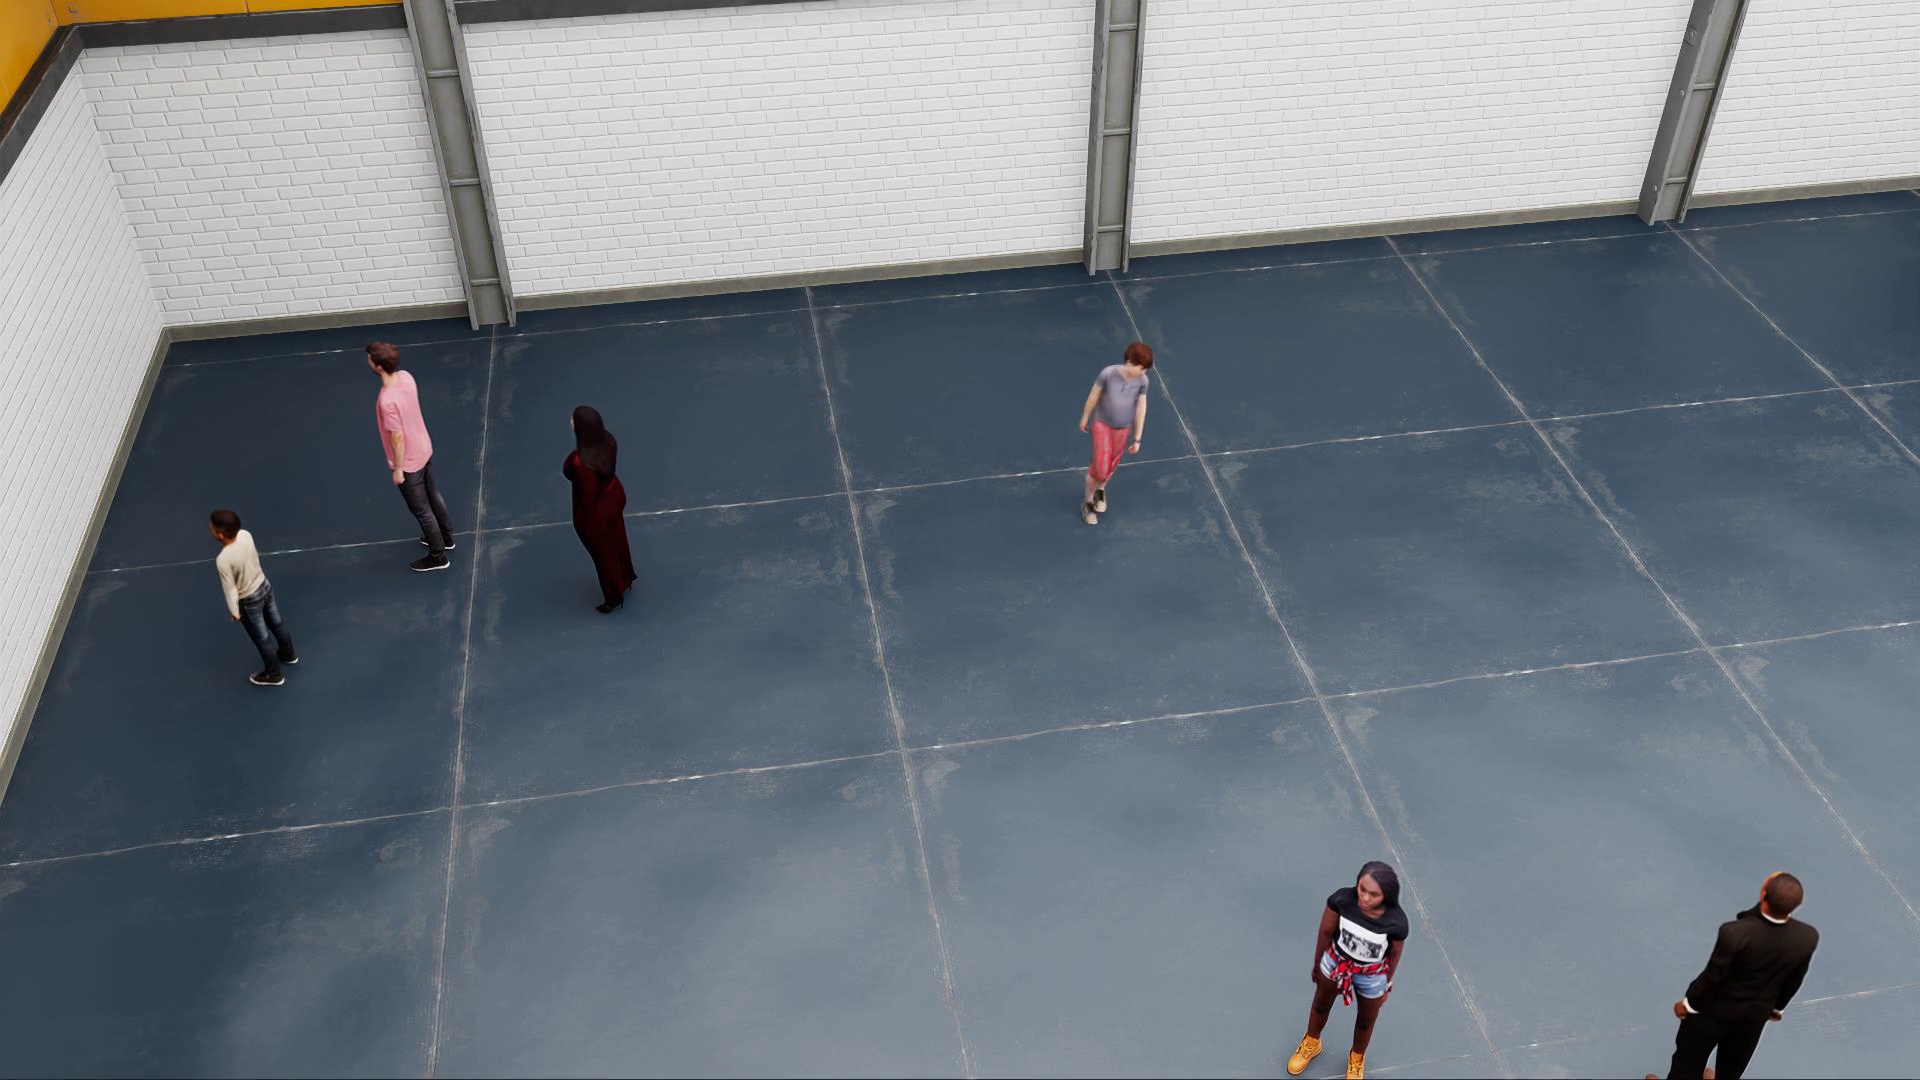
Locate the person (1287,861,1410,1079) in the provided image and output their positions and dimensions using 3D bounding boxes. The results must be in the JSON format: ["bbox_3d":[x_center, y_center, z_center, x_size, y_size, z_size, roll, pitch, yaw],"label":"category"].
[{"bbox_3d":[2.121,2.326,8.955,0.703,1.729,0.779,17,42,20],"label":"person"}]

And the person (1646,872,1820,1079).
[{"bbox_3d":[4.048,2.413,8.705,0.600,1.904,0.810,0,39,0],"label":"person"}]

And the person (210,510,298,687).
[{"bbox_3d":[-4.934,0.381,11.605,0.614,1.461,0.601,8,39,10],"label":"person"}]

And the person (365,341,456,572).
[{"bbox_3d":[-4.117,-0.631,12.475,0.599,1.957,0.676,1,39,1],"label":"person"}]

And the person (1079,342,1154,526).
[{"bbox_3d":[1.178,-0.897,13.090,0.699,1.604,0.775,7,39,8],"label":"person"}]

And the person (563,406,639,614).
[{"bbox_3d":[-2.619,-0.243,12.148,0.709,1.758,0.732,6,39,7],"label":"person"}]
